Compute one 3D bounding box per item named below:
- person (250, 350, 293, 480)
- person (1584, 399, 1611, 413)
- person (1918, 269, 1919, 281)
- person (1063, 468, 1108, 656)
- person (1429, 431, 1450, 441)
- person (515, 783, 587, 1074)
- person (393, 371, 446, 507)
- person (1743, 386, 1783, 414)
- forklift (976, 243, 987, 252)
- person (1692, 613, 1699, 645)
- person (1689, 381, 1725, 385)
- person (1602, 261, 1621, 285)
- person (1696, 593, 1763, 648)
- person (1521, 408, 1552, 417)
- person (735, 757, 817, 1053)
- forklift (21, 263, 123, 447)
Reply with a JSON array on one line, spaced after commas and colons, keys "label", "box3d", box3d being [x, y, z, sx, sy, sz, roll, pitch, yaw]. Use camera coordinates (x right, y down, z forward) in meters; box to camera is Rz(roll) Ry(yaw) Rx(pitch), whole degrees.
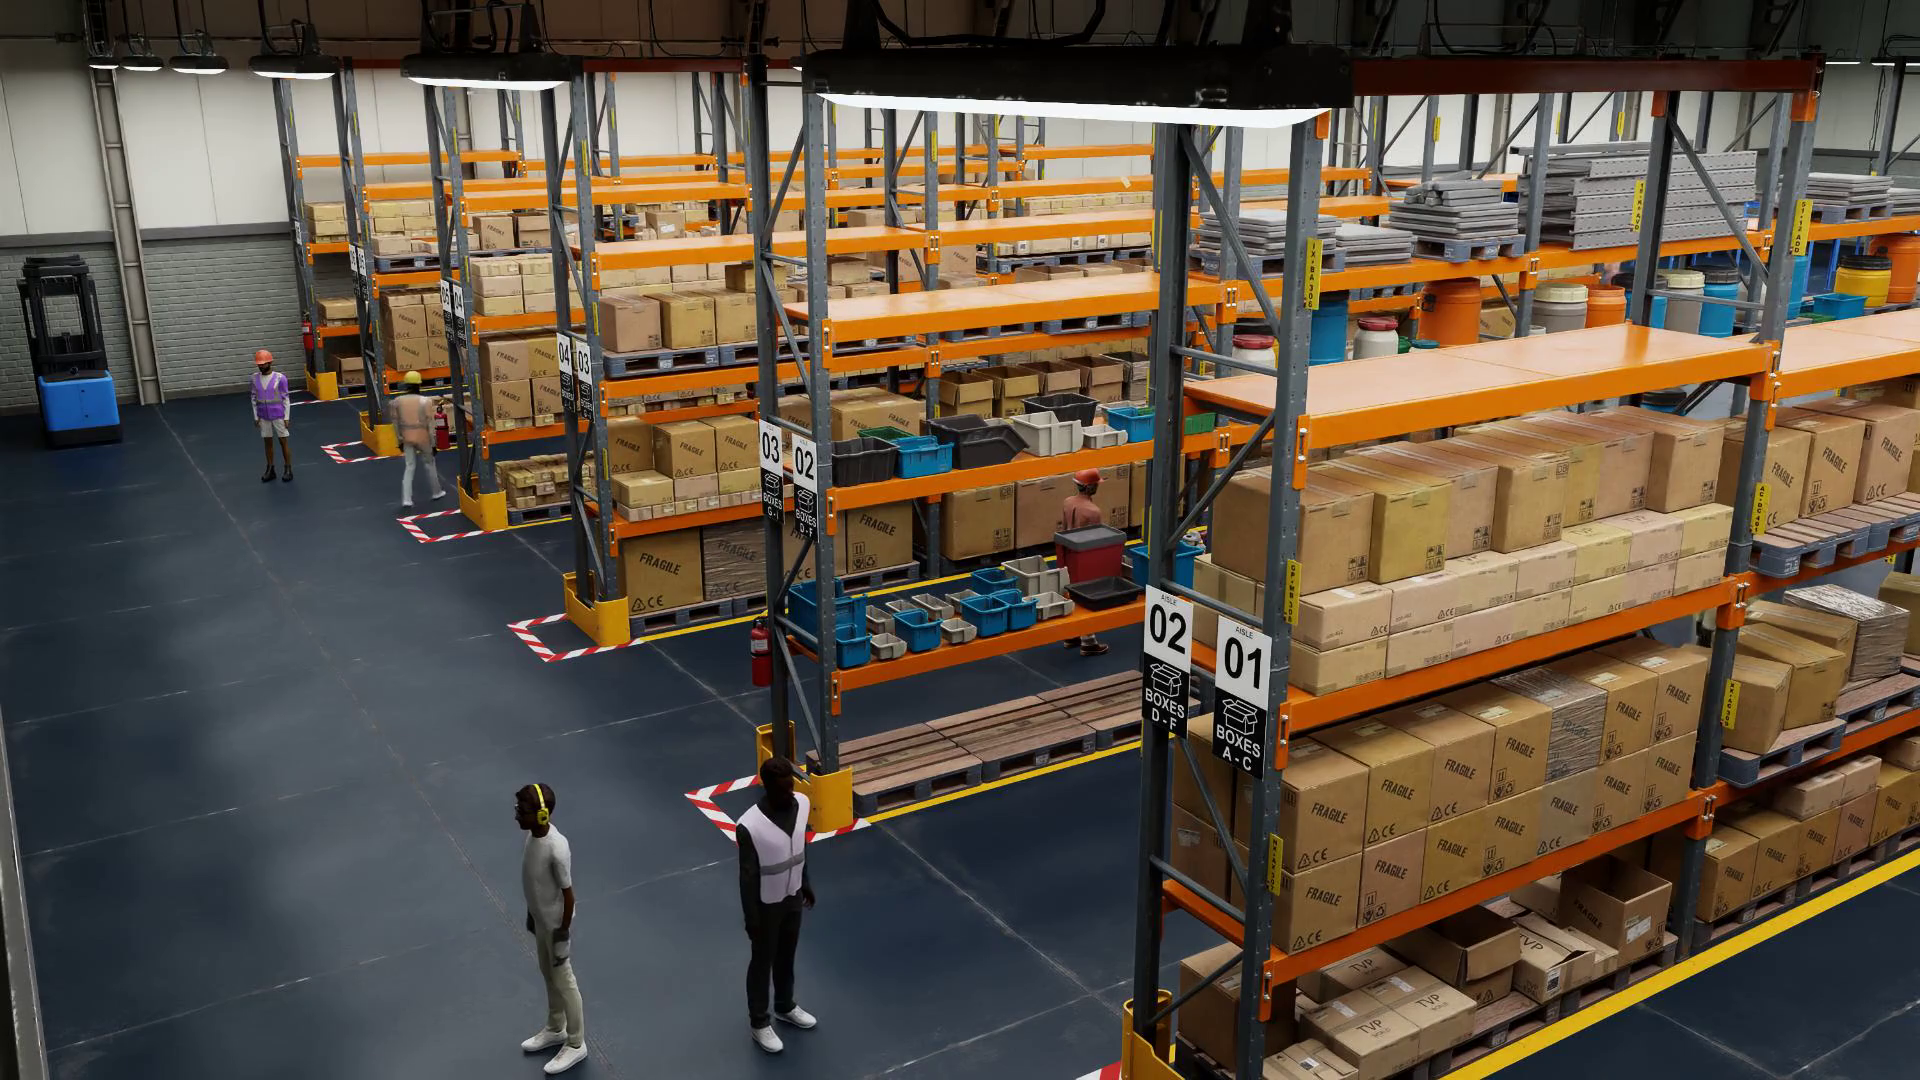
[{"label": "person", "box3d": [-10.091, -1.826, 23.120, 0.545, 1.938, 0.361, 0, 17, -1]}, {"label": "person", "box3d": [9.046, -1.439, 22.388, 0.654, 1.615, 0.501, -9, 19, -26]}, {"label": "person", "box3d": [22.425, -6.069, 36.850, 0.376, 2.042, 0.615, 3, 17, 10]}, {"label": "person", "box3d": [1.295, 0.197, 16.390, 0.377, 1.995, 0.608, -10, 20, -30]}, {"label": "person", "box3d": [5.850, -0.576, 19.557, 0.769, 1.611, 0.511, -7, 18, -22]}, {"label": "person", "box3d": [-2.510, 2.333, 9.594, 0.327, 1.874, 0.517, -12, 21, -35]}, {"label": "person", "box3d": [-7.522, -1.409, 21.851, 0.602, 1.888, 0.898, 2, 17, 6]}, {"label": "person", "box3d": [11.521, -1.727, 22.828, 0.995, 1.924, 0.619, -14, 22, -38]}, {"label": "forklift", "box3d": [0.988, -5.474, 34.718, 1.214, 2.155, 2.313, -10, 20, -31]}, {"label": "person", "box3d": [7.753, 0.360, 16.153, 0.484, 1.813, 0.616, -15, 23, -41]}, {"label": "person", "box3d": [14.108, -3.765, 29.849, 0.947, 1.713, 0.532, -1, 17, -2]}, {"label": "person", "box3d": [15.759, -6.428, 38.283, 0.415, 1.890, 0.660, 1, 17, 4]}, {"label": "person", "box3d": [7.090, 0.769, 14.554, 0.675, 1.978, 0.622, -11, 20, -31]}, {"label": "person", "box3d": [7.849, -1.385, 21.881, 0.511, 1.822, 0.633, -10, 20, -29]}, {"label": "person", "box3d": [-1.149, 2.227, 9.863, 0.386, 1.918, 0.590, 12, 21, 35]}, {"label": "forklift", "box3d": [-14.518, -3.079, 25.708, 1.129, 2.768, 1.873, -10, 20, -31]}]
